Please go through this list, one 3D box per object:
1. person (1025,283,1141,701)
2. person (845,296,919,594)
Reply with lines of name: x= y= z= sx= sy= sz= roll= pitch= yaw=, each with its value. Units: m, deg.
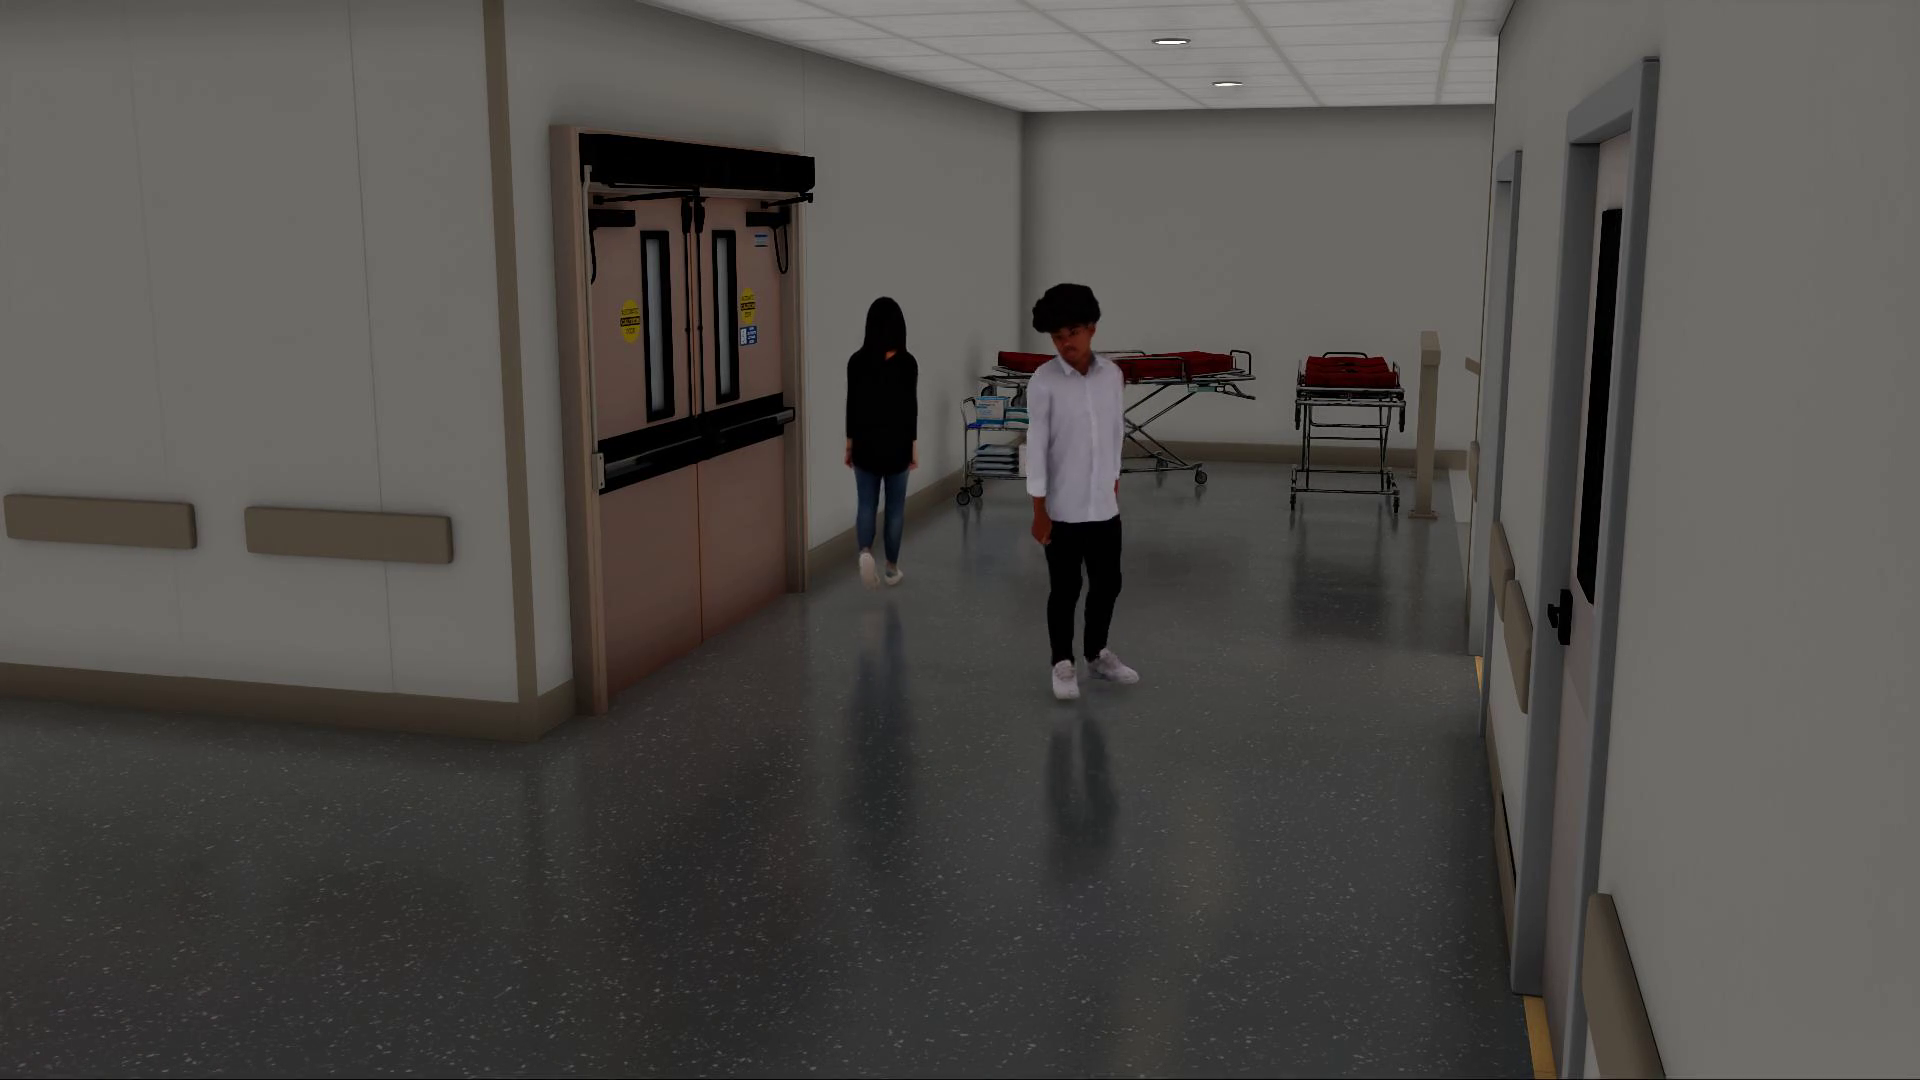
person: x=0.496 y=-0.188 z=7.102 sx=0.861 sy=1.775 sz=0.905 roll=-9 pitch=14 yaw=-39
person: x=-0.439 y=-0.499 z=9.143 sx=0.695 sy=1.625 sz=1.015 roll=1 pitch=11 yaw=4
